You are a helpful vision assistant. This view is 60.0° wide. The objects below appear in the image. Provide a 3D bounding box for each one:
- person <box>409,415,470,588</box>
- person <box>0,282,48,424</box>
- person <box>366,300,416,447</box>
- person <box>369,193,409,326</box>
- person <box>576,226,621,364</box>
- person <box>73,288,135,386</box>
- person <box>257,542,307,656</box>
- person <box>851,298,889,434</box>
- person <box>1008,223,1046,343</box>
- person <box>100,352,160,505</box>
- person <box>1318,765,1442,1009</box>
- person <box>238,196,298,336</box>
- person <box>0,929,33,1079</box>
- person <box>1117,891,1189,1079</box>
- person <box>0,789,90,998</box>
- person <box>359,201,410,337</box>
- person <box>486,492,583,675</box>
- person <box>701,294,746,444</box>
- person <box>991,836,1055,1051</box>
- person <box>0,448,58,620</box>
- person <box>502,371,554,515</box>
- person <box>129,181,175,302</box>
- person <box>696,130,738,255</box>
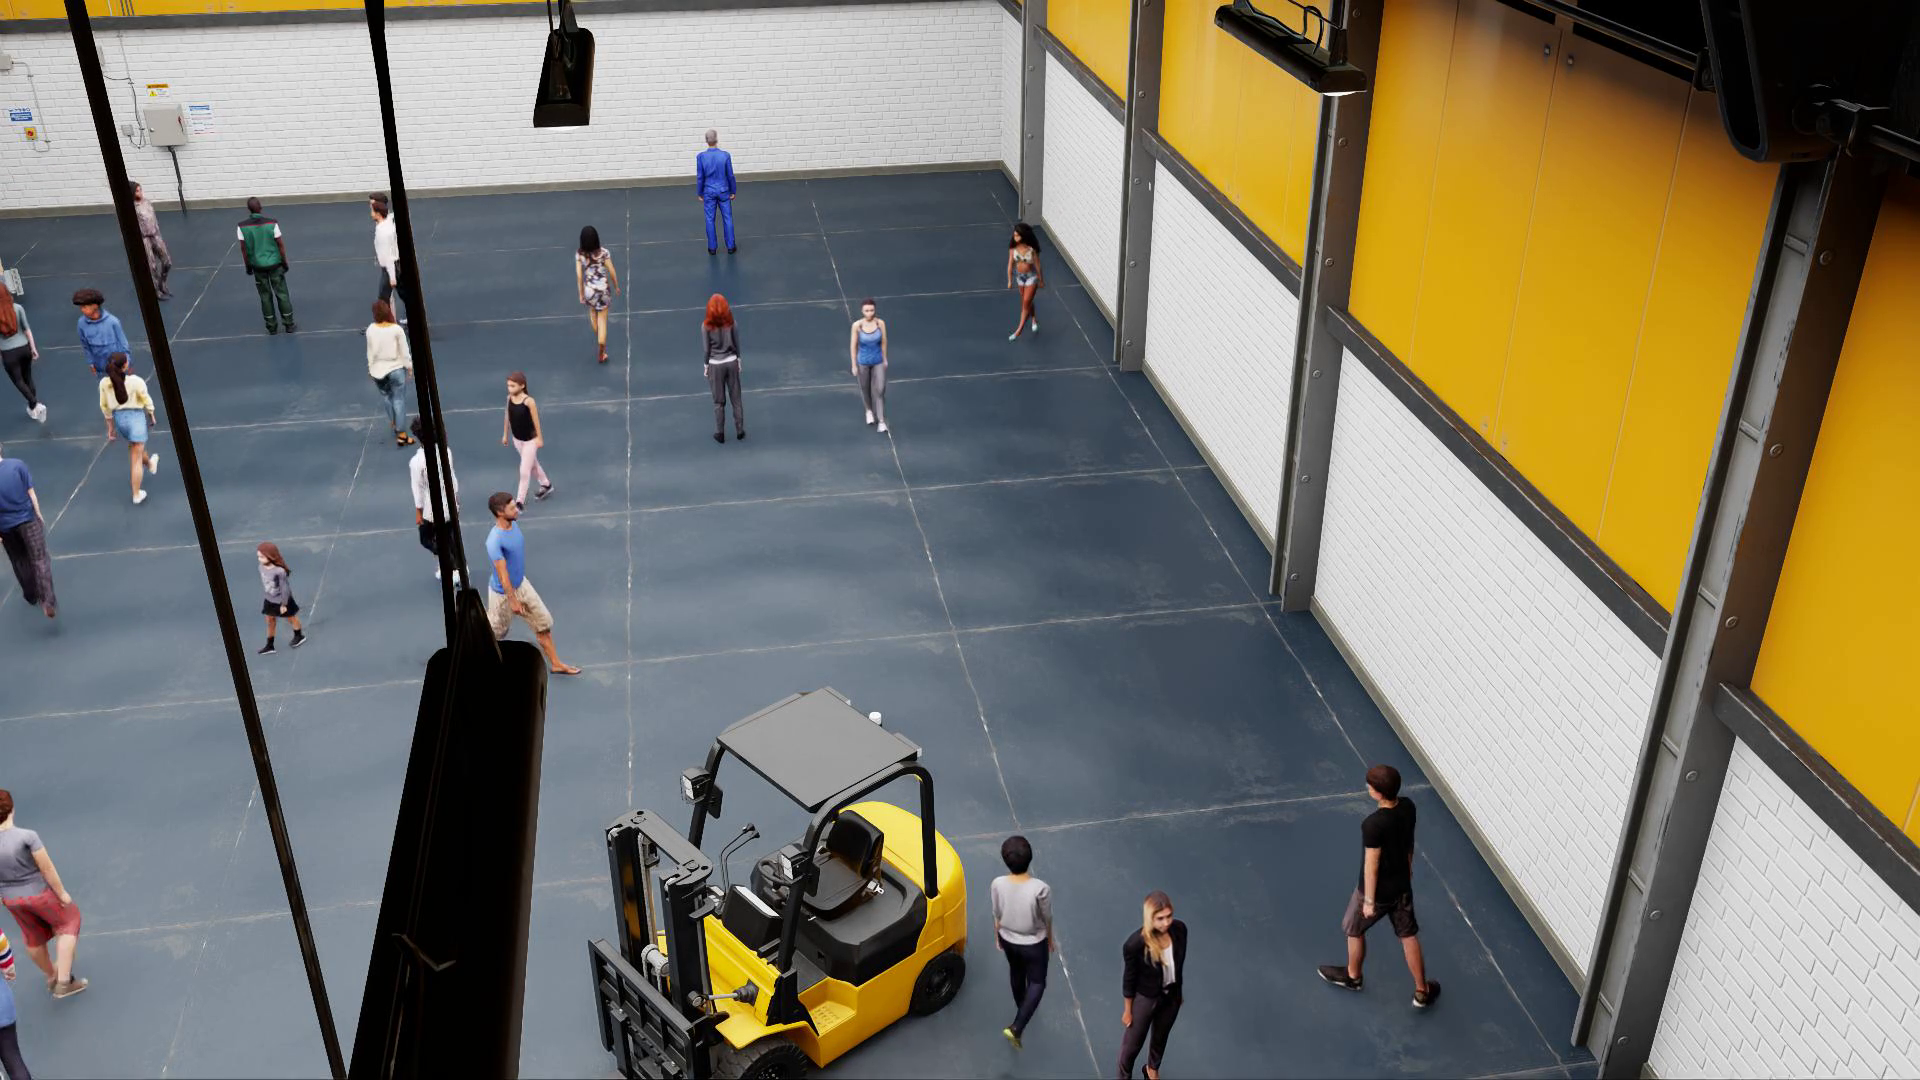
[{"bbox_3d":[-4.958,-0.328,15.899,0.940,1.800,0.883,18,33,29],"label":"person"},{"bbox_3d":[-10.922,-2.125,19.272,0.928,1.723,1.074,-24,37,-36],"label":"person"},{"bbox_3d":[-6.517,-1.877,18.896,0.788,1.648,0.881,5,29,9],"label":"person"},{"bbox_3d":[-7.407,-3.717,22.078,0.736,1.831,0.784,-5,29,-9],"label":"person"},{"bbox_3d":[-4.600,-3.074,21.051,0.759,1.686,1.132,1,29,1],"label":"person"},{"bbox_3d":[-9.712,-2.070,19.097,0.723,1.793,0.849,-4,29,-7],"label":"person"},{"bbox_3d":[-6.161,0.494,15.136,0.658,1.087,0.763,11,30,19],"label":"person"},{"bbox_3d":[-1.053,-2.067,19.310,0.577,1.584,0.934,-5,29,-9],"label":"person"},{"bbox_3d":[0.922,-3.382,21.750,0.997,1.557,1.120,12,31,20],"label":"person"},{"bbox_3d":[-8.810,-1.155,17.650,0.728,1.574,1.158,-2,29,-4],"label":"person"},{"bbox_3d":[2.875,2.322,11.014,1.006,1.825,1.109,-17,33,-29],"label":"person"},{"bbox_3d":[-9.123,-3.614,21.882,0.710,1.837,0.620,-8,30,-15],"label":"person"},{"bbox_3d":[-5.905,2.867,10.080,1.042,1.763,1.267,-21,35,-34],"label":"person"},{"bbox_3d":[1.182,2.830,10.244,0.665,1.670,0.641,-14,32,-24],"label":"person"},{"bbox_3d":[-6.202,2.402,11.056,0.683,1.644,0.740,-2,29,-3],"label":"person"},{"bbox_3d":[-7.297,-3.480,21.643,0.819,1.832,1.064,-2,29,-3],"label":"person"},{"bbox_3d":[-4.019,0.433,14.480,1.008,1.822,1.280,5,29,8],"label":"person"},{"bbox_3d":[-2.694,-1.955,18.903,0.608,1.779,0.537,-9,30,-16],"label":"person"},{"bbox_3d":[0.382,2.629,10.759,0.828,1.530,0.967,11,31,19],"label":"person"},{"bbox_3d":[-8.743,-0.107,15.445,0.895,1.845,1.149,-16,32,-26],"label":"person"},{"bbox_3d":[-4.537,-1.067,17.541,0.940,1.523,1.061,15,32,25],"label":"person"},{"bbox_3d":[-11.261,-4.128,22.962,0.798,1.706,0.730,14,32,24],"label":"person"},{"bbox_3d":[-3.627,-5.175,24.758,0.730,1.825,0.534,-4,29,-8],"label":"person"}]
